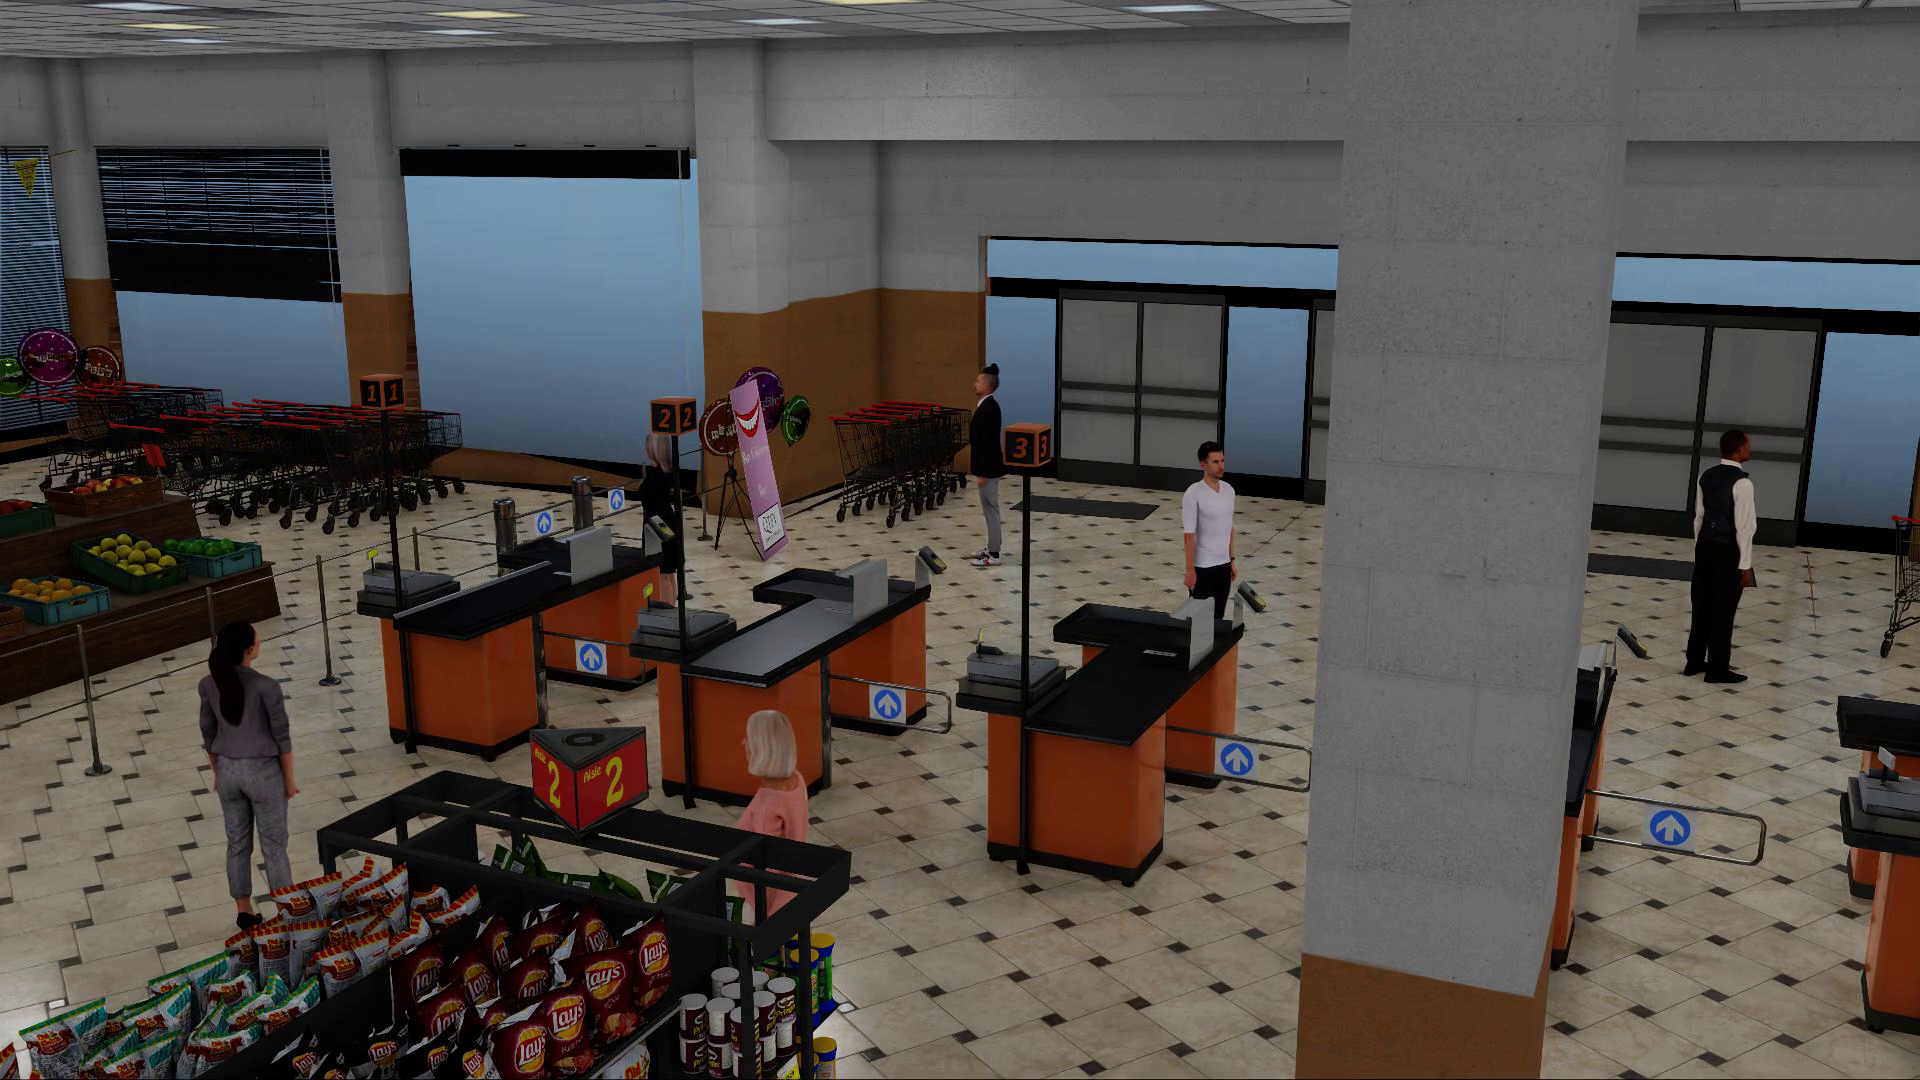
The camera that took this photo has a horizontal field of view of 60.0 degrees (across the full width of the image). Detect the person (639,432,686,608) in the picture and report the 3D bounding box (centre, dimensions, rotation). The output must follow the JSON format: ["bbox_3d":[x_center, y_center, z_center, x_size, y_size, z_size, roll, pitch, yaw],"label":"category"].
[{"bbox_3d":[-2.438,-0.037,13.545,0.739,1.747,0.627,0,14,2],"label":"person"}]

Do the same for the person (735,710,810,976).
[{"bbox_3d":[-0.781,1.540,7.092,0.725,1.725,0.575,1,14,6],"label":"person"}]

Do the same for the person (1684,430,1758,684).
[{"bbox_3d":[5.743,0.115,12.554,0.828,1.919,0.764,-5,14,-18],"label":"person"}]

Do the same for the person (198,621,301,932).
[{"bbox_3d":[-3.625,1.224,8.493,0.677,1.678,0.667,2,14,9],"label":"person"}]

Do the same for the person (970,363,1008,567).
[{"bbox_3d":[0.281,-0.728,15.969,0.838,1.948,0.676,1,14,3],"label":"person"}]

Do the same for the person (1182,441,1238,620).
[{"bbox_3d":[1.864,0.172,12.462,0.670,1.852,0.815,-11,17,-37],"label":"person"}]
